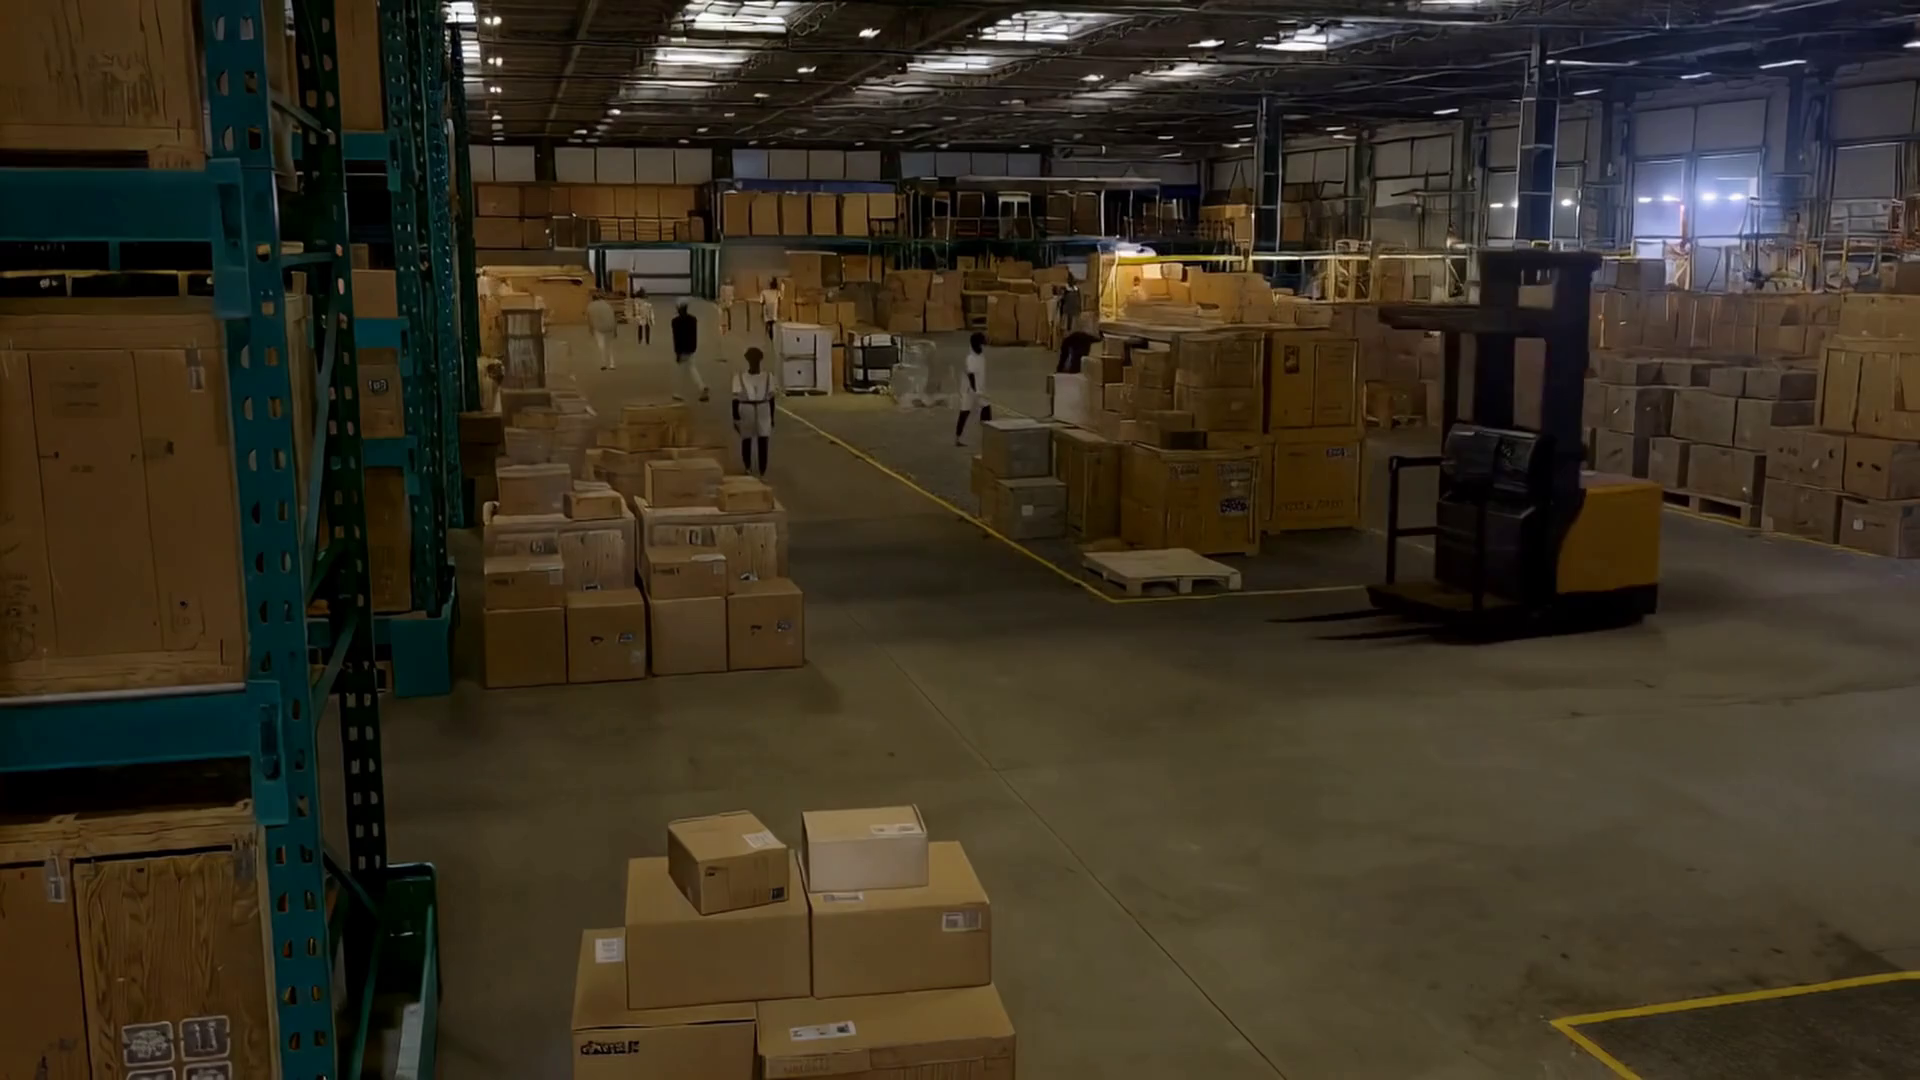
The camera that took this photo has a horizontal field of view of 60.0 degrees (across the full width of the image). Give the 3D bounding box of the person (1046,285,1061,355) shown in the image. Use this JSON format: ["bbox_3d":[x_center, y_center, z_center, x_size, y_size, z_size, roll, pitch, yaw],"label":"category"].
[{"bbox_3d":[2.498,-5.828,44.079,0.332,1.859,0.528,-8,13,-38],"label":"person"}]

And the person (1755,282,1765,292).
[{"bbox_3d":[21.099,-5.849,43.956,0.627,1.941,0.372,-6,12,-30],"label":"person"}]

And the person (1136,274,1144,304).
[{"bbox_3d":[6.485,-8.843,61.145,0.592,1.868,0.793,-2,10,-9],"label":"person"}]

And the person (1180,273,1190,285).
[{"bbox_3d":[8.420,-9.066,62.370,0.354,1.876,0.574,-5,11,-28],"label":"person"}]

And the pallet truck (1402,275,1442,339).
[{"bbox_3d":[14.620,-7.324,52.145,0.823,1.965,1.885,8,13,40],"label":"pallet truck"}]

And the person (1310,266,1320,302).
[{"bbox_3d":[17.767,-12.763,83.173,0.375,1.916,0.592,-7,12,-34],"label":"person"}]

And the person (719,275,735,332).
[{"bbox_3d":[-7.805,-7.915,55.718,0.565,1.918,0.631,-2,10,-9],"label":"person"}]

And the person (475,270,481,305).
[{"bbox_3d":[-23.527,-12.266,80.850,0.294,1.744,0.486,1,10,8],"label":"person"}]

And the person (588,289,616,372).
[{"bbox_3d":[-8.245,-4.859,38.450,0.634,1.898,0.938,-1,10,-6],"label":"person"}]

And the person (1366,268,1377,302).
[{"bbox_3d":[20.050,-12.325,80.945,0.643,1.823,0.491,-1,10,-8],"label":"person"}]

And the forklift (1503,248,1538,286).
[{"bbox_3d":[13.365,-5.604,39.907,1.873,2.768,1.129,-3,10,-15],"label":"forklift"}]

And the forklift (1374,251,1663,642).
[{"bbox_3d":[4.299,-0.777,12.572,1.873,2.768,1.129,-4,11,-24],"label":"forklift"}]

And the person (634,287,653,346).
[{"bbox_3d":[-9.150,-6.459,48.117,0.539,1.690,0.320,-4,11,-21],"label":"person"}]

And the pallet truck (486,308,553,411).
[{"bbox_3d":[-6.242,-2.418,24.362,0.823,1.965,1.885,1,10,3],"label":"pallet truck"}]

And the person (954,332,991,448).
[{"bbox_3d":[0.278,-2.101,23.524,0.853,1.650,0.549,6,11,29],"label":"person"}]

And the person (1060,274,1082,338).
[{"bbox_3d":[3.400,-7.059,50.519,0.689,2.000,0.538,-3,11,-18],"label":"person"}]

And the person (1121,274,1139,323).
[{"bbox_3d":[6.254,-8.700,60.261,1.039,1.894,0.623,9,13,41],"label":"person"}]

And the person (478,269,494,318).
[{"bbox_3d":[-19.194,-9.975,67.314,0.642,1.950,1.025,0,10,1],"label":"person"}]

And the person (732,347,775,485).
[{"bbox_3d":[-2.515,-1.520,20.229,0.536,1.663,0.816,-3,10,-15],"label":"person"}]

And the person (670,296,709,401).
[{"bbox_3d":[-5.028,-3.526,30.724,0.806,1.970,0.621,9,13,41],"label":"person"}]

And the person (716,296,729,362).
[{"bbox_3d":[-5.909,-5.233,41.322,0.309,1.639,0.520,-2,10,-11],"label":"person"}]

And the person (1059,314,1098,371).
[{"bbox_3d":[1.724,-2.261,23.698,0.632,1.919,0.831,-7,12,-35],"label":"person"}]

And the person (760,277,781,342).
[{"bbox_3d":[-5.708,-6.939,50.106,0.611,1.945,0.783,-2,10,-13],"label":"person"}]

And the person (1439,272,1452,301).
[{"bbox_3d":[21.436,-11.001,73.496,0.544,1.822,0.996,1,10,5],"label":"person"}]

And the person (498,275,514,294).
[{"bbox_3d":[-16.852,-8.923,61.751,0.602,1.805,0.793,-6,12,-31],"label":"person"}]
